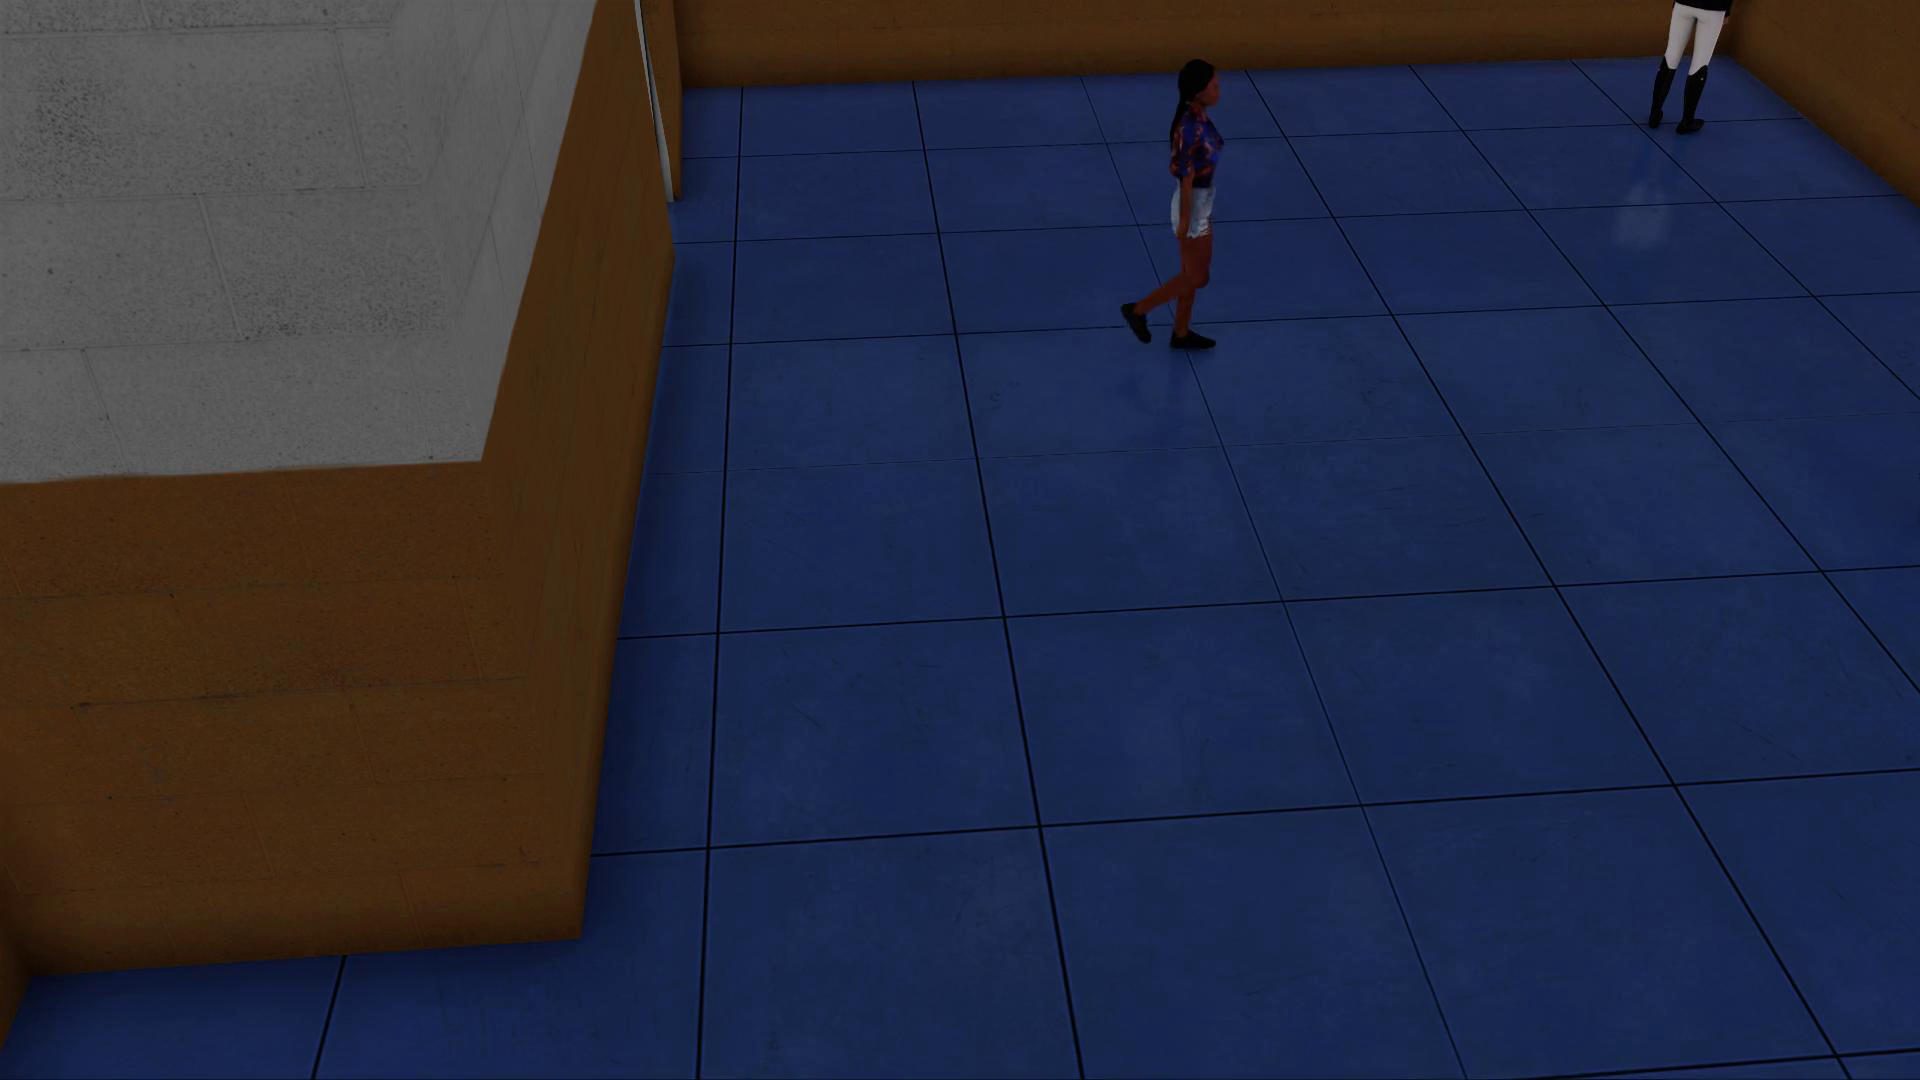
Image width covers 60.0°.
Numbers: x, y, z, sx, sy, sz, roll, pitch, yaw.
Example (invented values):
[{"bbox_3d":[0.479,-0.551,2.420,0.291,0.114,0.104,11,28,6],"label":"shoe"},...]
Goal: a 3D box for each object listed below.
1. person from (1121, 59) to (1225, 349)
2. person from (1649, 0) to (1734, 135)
[{"bbox_3d":[1.201,-1.823,9.261,0.852,1.734,0.700,5,37,7],"label":"person"},{"bbox_3d":[5.261,-3.762,11.835,0.665,1.729,0.725,27,45,31],"label":"person"}]
